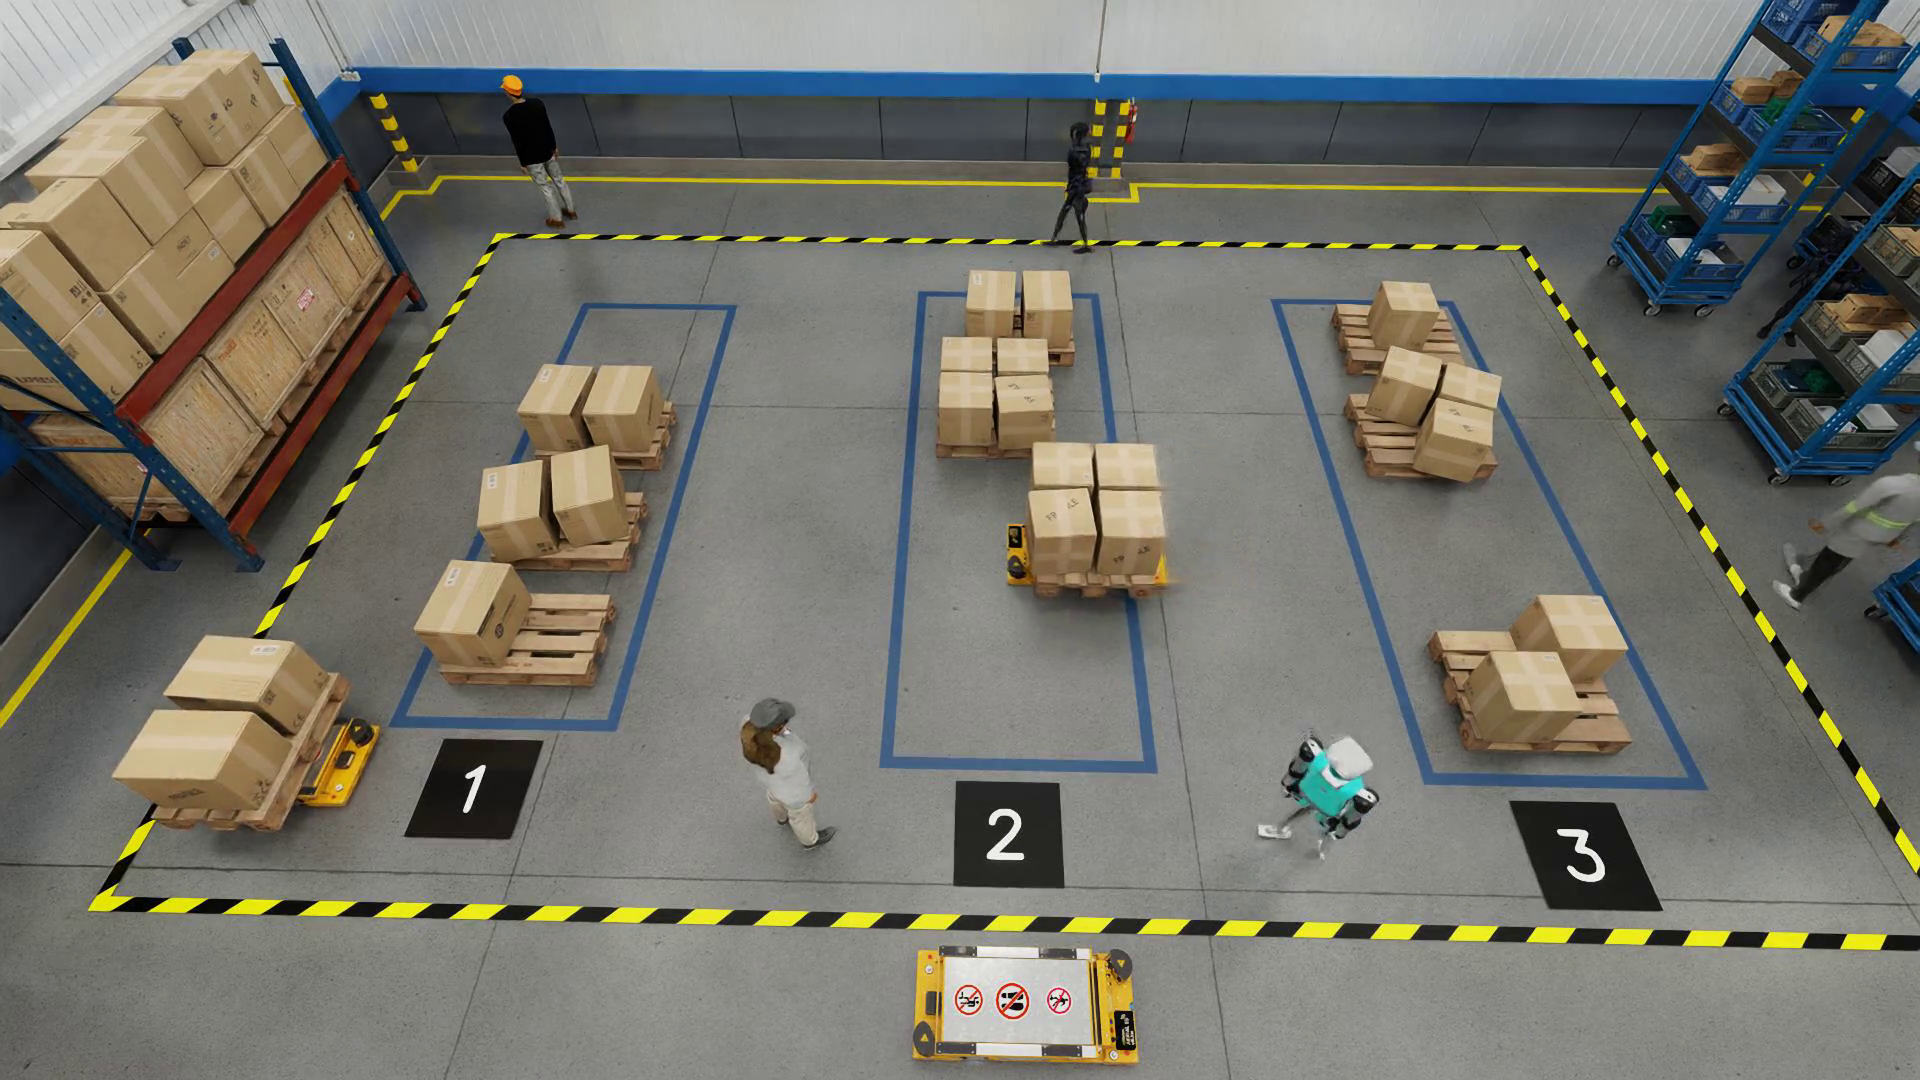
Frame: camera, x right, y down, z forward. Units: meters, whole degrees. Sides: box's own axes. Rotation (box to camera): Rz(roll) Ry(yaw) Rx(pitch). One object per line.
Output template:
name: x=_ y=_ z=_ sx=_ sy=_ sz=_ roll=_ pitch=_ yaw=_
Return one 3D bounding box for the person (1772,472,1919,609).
person: x=7.476 y=-0.117 z=7.562 sx=0.601 sy=1.849 sz=0.400 roll=3 pitch=51 yaw=3

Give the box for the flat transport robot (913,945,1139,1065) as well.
flat transport robot: x=0.422 y=3.041 z=6.007 sx=1.431 sy=0.231 sz=0.659 roll=1 pitch=51 yaw=1

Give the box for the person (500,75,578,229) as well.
person: x=-5.225 y=-4.776 z=11.337 sx=0.368 sy=1.883 sz=0.591 roll=24 pitch=55 yaw=19

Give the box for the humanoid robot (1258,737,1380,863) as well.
humanoid robot: x=2.494 y=1.691 z=6.157 sx=0.779 sy=1.769 sz=0.539 roll=-31 pitch=57 yaw=-23

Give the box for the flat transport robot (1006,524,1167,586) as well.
flat transport robot: x=1.146 y=0.098 z=8.388 sx=1.431 sy=0.197 sz=0.652 roll=1 pitch=51 yaw=1

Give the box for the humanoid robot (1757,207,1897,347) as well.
humanoid robot: x=9.400 y=-2.825 z=9.870 sx=0.599 sy=1.657 sz=0.315 roll=26 pitch=55 yaw=19

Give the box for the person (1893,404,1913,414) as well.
person: x=10.208 y=-2.094 z=9.116 sx=0.628 sy=1.940 sz=0.372 roll=-7 pitch=51 yaw=-6

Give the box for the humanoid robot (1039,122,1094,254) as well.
humanoid robot: x=1.351 y=-4.179 z=10.998 sx=0.675 sy=1.634 sz=0.613 roll=-7 pitch=51 yaw=-5

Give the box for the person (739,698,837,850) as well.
person: x=-1.192 y=1.602 z=6.214 sx=0.561 sy=1.763 sz=0.403 roll=37 pitch=60 yaw=26

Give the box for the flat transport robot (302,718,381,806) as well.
flat transport robot: x=-5.354 y=1.698 z=7.084 sx=1.431 sy=0.197 sz=0.652 roll=1 pitch=51 yaw=1
